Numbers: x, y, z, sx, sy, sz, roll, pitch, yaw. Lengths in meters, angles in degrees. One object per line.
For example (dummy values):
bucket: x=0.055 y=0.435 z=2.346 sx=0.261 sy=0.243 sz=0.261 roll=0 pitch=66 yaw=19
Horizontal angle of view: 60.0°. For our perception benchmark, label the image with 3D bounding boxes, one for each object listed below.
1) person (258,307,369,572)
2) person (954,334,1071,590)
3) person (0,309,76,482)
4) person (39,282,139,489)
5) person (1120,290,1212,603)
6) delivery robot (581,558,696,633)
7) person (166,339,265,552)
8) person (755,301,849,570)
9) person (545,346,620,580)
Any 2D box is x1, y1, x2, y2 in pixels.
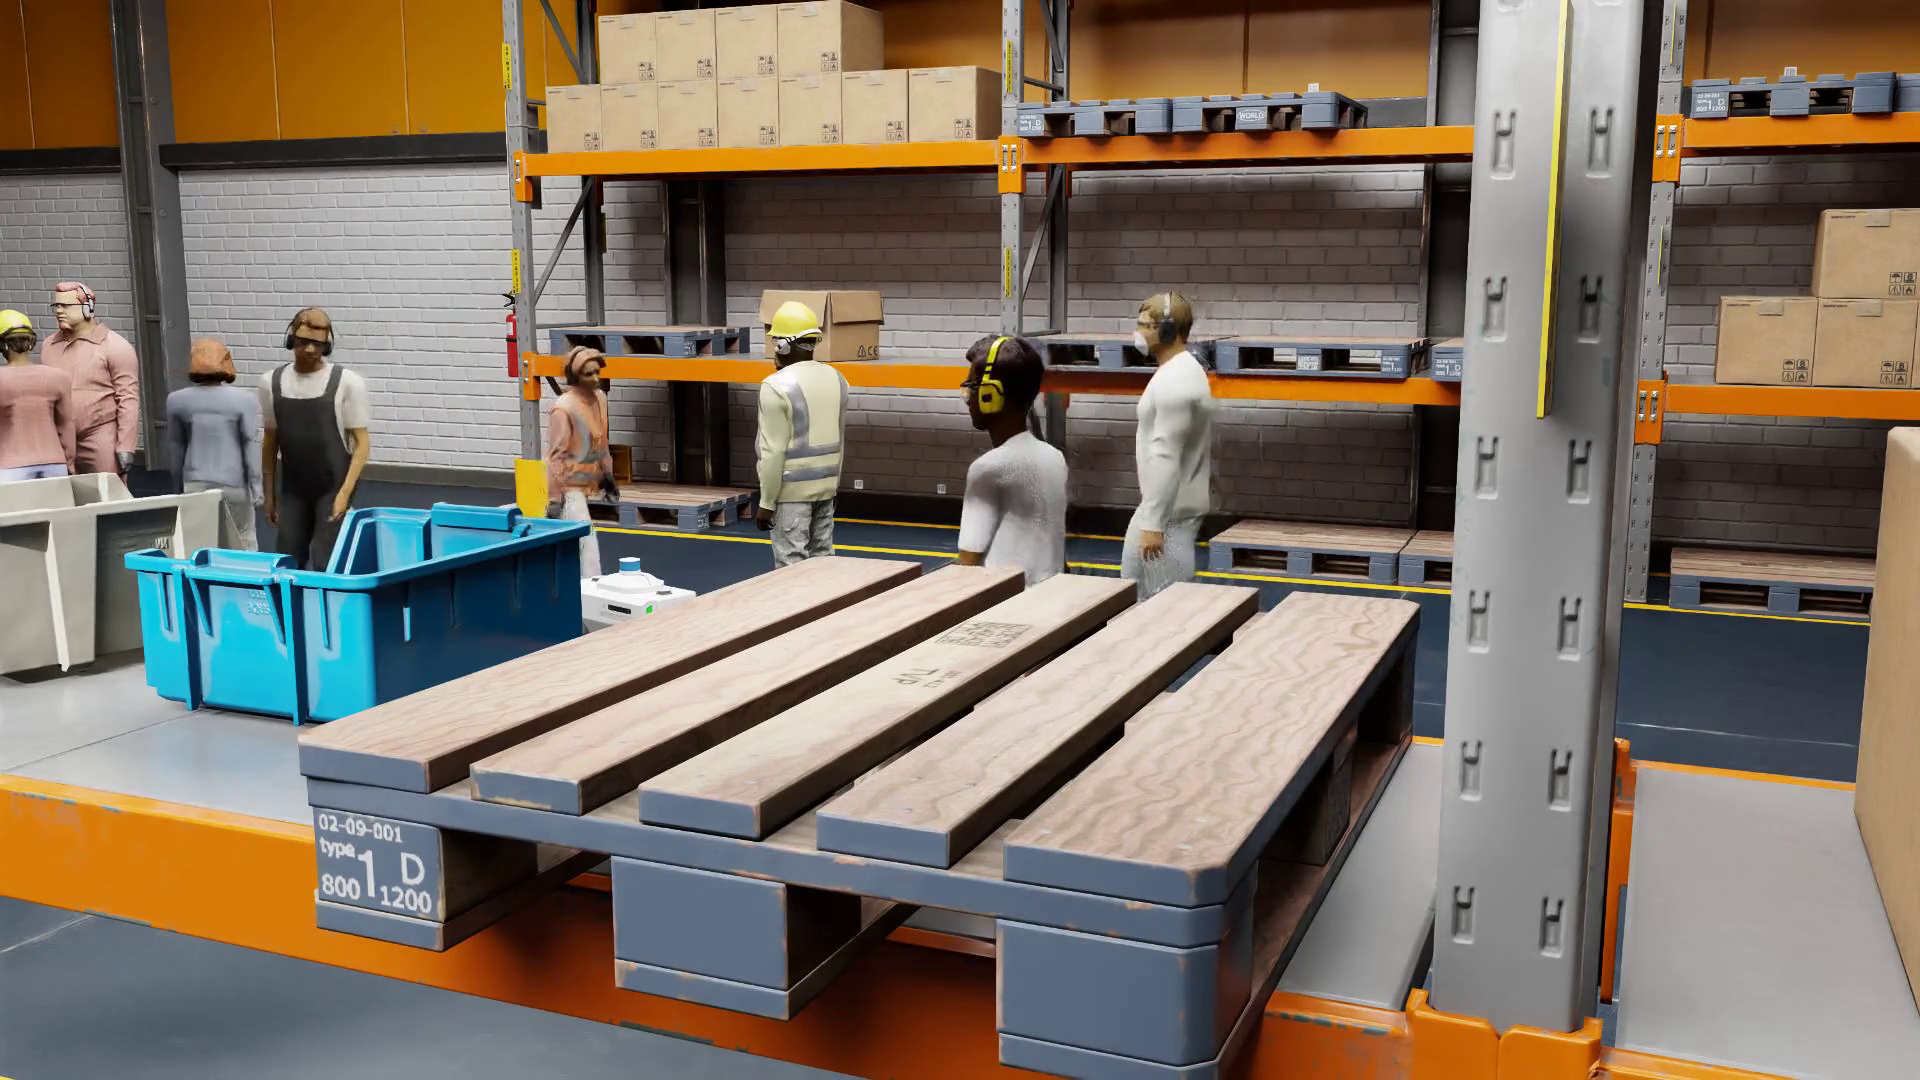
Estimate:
person: x=-3.142 y=-0.218 z=8.107 sx=0.540 sy=1.806 sz=0.477 roll=1 pitch=9 yaw=3
person: x=0.100 y=0.321 z=4.828 sx=0.980 sy=1.820 sz=0.513 roll=4 pitch=10 yaw=22
person: x=-5.222 y=-0.402 z=9.321 sx=0.318 sy=1.764 sz=0.522 roll=7 pitch=12 yaw=38
person: x=-5.195 y=-0.569 z=9.878 sx=0.639 sy=1.910 sz=0.407 roll=2 pitch=10 yaw=12
person: x=0.974 y=-0.113 z=7.147 sx=0.837 sy=1.913 sz=0.633 roll=1 pitch=10 yaw=5
delivery robot: x=-1.630 y=0.331 z=8.250 sx=0.707 sy=0.478 sz=0.477 roll=8 pitch=13 yaw=40
person: x=-4.139 y=-0.321 z=9.328 sx=0.525 sy=1.596 sz=0.766 roll=-1 pitch=10 yaw=-7
person: x=-0.800 y=-0.249 z=8.185 sx=0.403 sy=1.833 sz=0.590 roll=6 pitch=11 yaw=32
person: x=-2.151 y=-0.271 z=9.084 sx=0.771 sy=1.581 sz=0.562 roll=2 pitch=10 yaw=12
